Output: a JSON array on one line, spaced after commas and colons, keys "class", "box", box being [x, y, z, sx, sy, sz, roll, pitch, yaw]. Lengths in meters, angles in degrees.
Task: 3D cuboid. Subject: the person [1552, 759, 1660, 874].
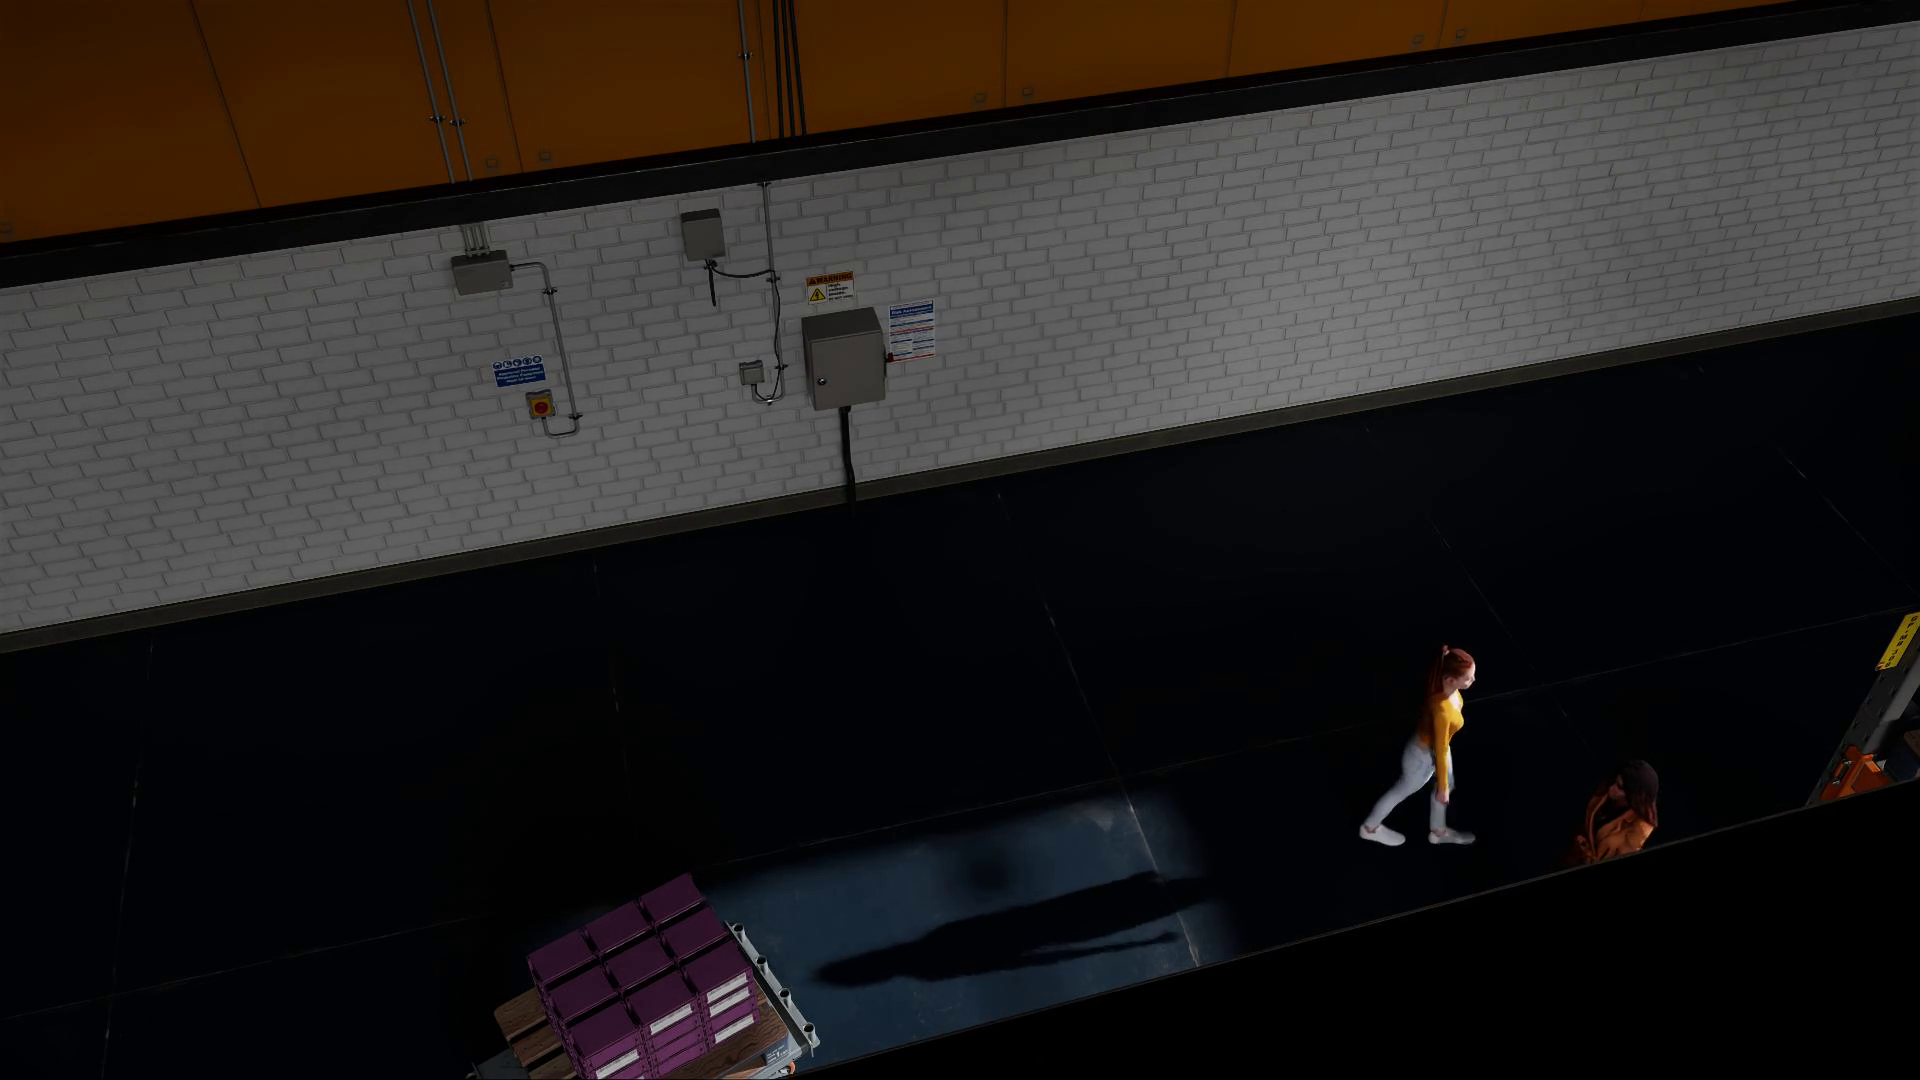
[{"class": "person", "box": [3.508, 1.793, 8.978, 0.741, 1.693, 1.033, -11, 45, -12]}]

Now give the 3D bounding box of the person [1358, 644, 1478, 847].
[{"class": "person", "box": [2.576, 1.219, 9.557, 0.945, 1.725, 0.969, 10, 45, 11]}]
